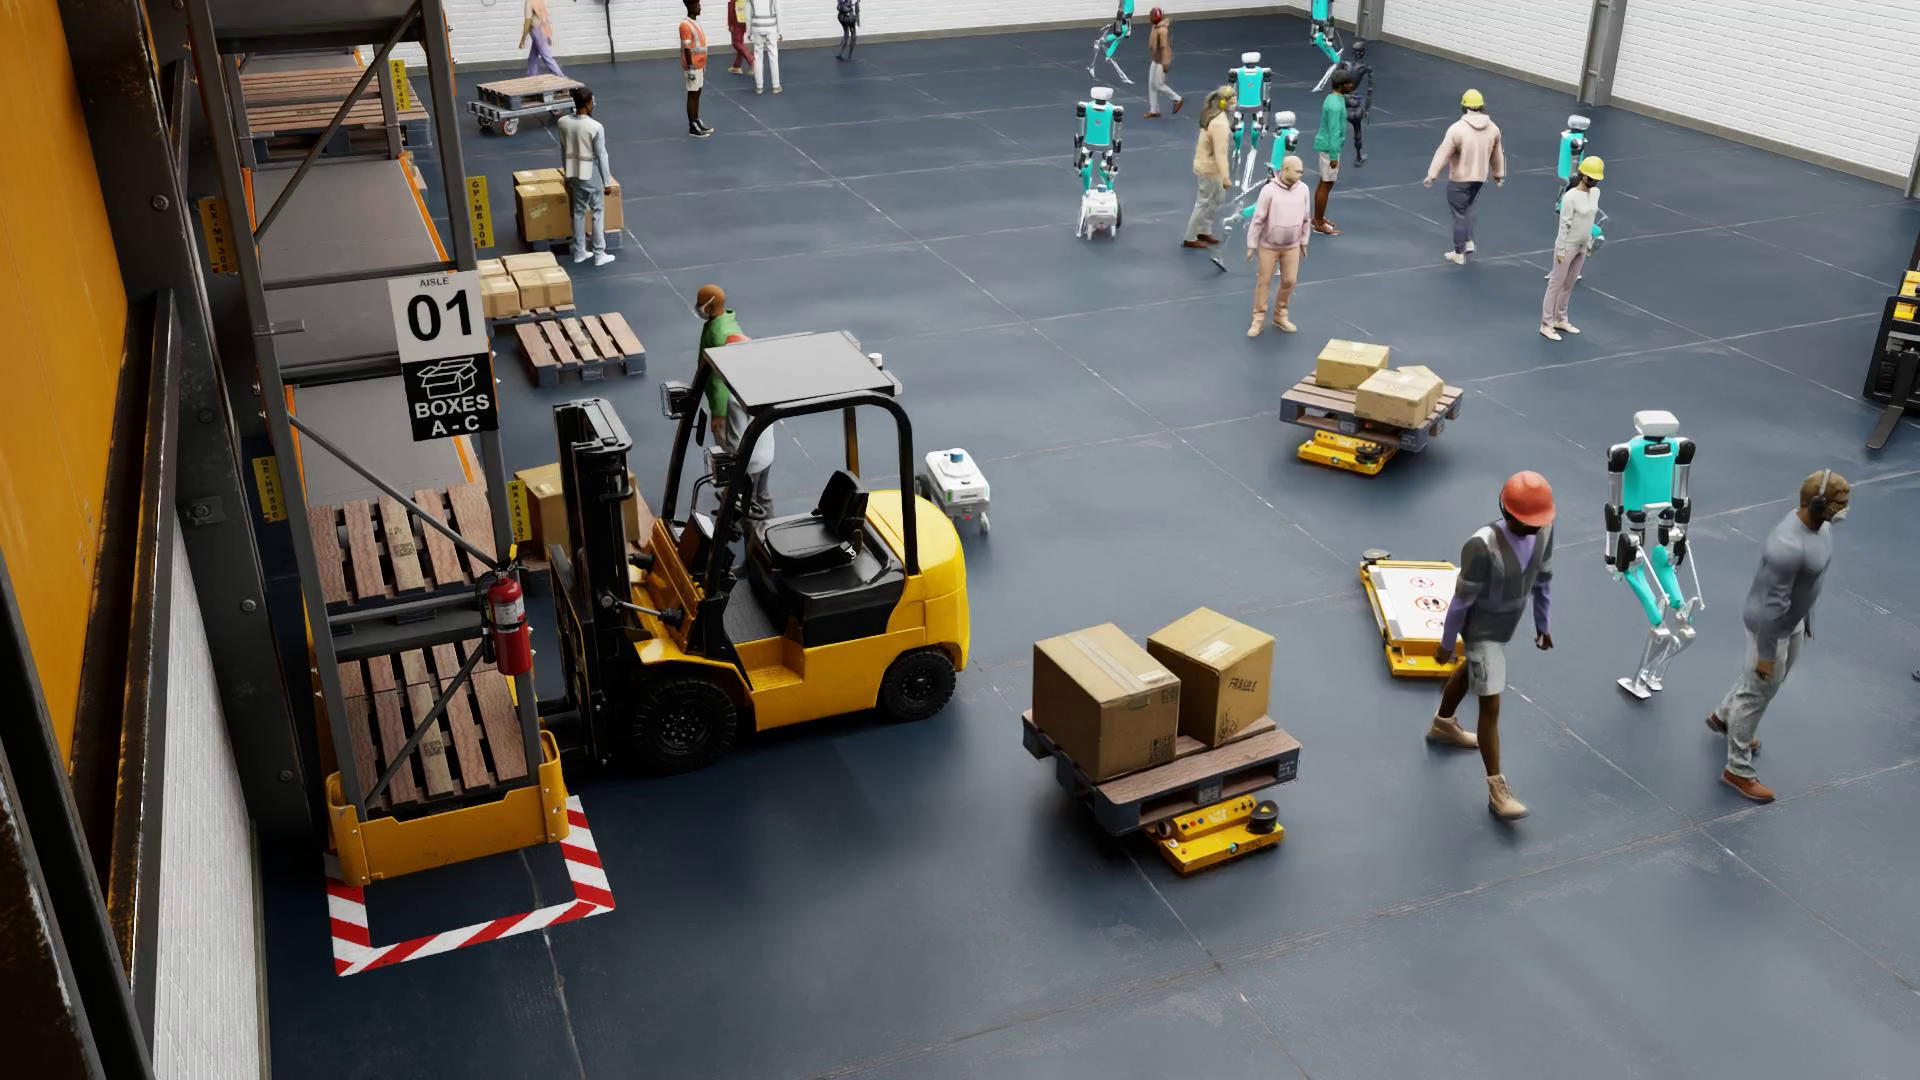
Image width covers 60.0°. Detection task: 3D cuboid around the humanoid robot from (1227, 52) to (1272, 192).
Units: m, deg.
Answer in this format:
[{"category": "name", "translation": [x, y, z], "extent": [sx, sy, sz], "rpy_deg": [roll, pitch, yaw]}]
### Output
[{"category": "humanoid robot", "translation": [3.567, -5.163, 20.729], "extent": [0.552, 1.886, 0.801], "rpy_deg": [3, 27, 6]}]

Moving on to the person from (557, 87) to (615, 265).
[{"category": "person", "translation": [-4.034, -3.912, 17.953], "extent": [0.596, 1.906, 0.402], "rpy_deg": [13, 29, 24]}]

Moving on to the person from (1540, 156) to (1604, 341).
[{"category": "person", "translation": [5.880, -2.794, 15.886], "extent": [0.525, 1.760, 0.335], "rpy_deg": [-19, 32, -33]}]

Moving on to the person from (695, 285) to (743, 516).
[{"category": "person", "translation": [-1.735, -1.026, 12.352], "extent": [0.390, 1.774, 0.643], "rpy_deg": [-4, 27, -8]}]

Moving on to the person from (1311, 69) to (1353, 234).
[{"category": "person", "translation": [4.245, -4.461, 19.104], "extent": [0.378, 1.847, 0.505], "rpy_deg": [3, 27, 6]}]

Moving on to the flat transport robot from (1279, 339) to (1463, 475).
[{"category": "flat transport robot", "translation": [3.396, -0.927, 13.831], "extent": [0.659, 0.231, 1.431], "rpy_deg": [17, 31, 30]}]

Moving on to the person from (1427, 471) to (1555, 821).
[{"category": "person", "translation": [2.980, 0.507, 9.089], "extent": [0.642, 1.968, 0.979], "rpy_deg": [-19, 32, -32]}]

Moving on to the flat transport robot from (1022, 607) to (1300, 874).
[{"category": "flat transport robot", "translation": [1.118, 1.329, 9.344], "extent": [0.659, 0.231, 1.431], "rpy_deg": [-13, 29, -24]}]

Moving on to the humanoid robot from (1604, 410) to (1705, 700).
[{"category": "humanoid robot", "translation": [4.219, 0.156, 10.020], "extent": [0.564, 1.732, 0.856], "rpy_deg": [-4, 27, -7]}]

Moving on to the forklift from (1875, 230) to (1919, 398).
[{"category": "forklift", "translation": [9.029, -2.397, 14.618], "extent": [1.214, 2.155, 2.313], "rpy_deg": [18, 32, 32]}]

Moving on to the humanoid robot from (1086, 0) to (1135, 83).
[{"category": "humanoid robot", "translation": [2.384, -8.269, 26.858], "extent": [1.027, 1.782, 0.530], "rpy_deg": [13, 29, 24]}]

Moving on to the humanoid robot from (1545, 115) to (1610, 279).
[{"category": "humanoid robot", "translation": [6.520, -3.505, 17.333], "extent": [0.703, 1.803, 0.531], "rpy_deg": [2, 27, 5]}]

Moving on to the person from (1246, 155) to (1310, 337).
[{"category": "person", "translation": [3.039, -2.820, 15.937], "extent": [0.597, 1.770, 0.418], "rpy_deg": [-4, 27, -8]}]

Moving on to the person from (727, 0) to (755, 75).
[{"category": "person", "translation": [-3.593, -8.507, 27.262], "extent": [0.738, 1.749, 0.480], "rpy_deg": [17, 31, 30]}]

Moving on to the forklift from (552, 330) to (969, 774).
[{"category": "forklift", "translation": [-1.094, 0.010, 9.831], "extent": [2.313, 2.155, 1.214], "rpy_deg": [-10, 28, -20]}]

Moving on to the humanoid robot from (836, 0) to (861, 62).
[{"category": "humanoid robot", "translation": [-1.918, -8.977, 28.312], "extent": [0.325, 1.659, 0.615], "rpy_deg": [-18, 32, -31]}]

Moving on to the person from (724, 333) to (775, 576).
[{"category": "person", "translation": [-1.472, -0.590, 11.524], "extent": [0.347, 1.739, 0.571], "rpy_deg": [8, 28, 16]}]

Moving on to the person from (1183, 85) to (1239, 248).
[{"category": "person", "translation": [2.776, -4.115, 18.427], "extent": [0.544, 1.836, 0.588], "rpy_deg": [1, 27, 2]}]

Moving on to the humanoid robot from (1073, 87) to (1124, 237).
[{"category": "humanoid robot", "translation": [1.588, -4.274, 18.909], "extent": [0.570, 1.816, 0.749], "rpy_deg": [6, 27, 12]}]

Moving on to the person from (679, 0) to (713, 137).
[{"category": "person", "translation": [-3.730, -6.694, 23.414], "extent": [0.365, 1.966, 0.602], "rpy_deg": [2, 27, 5]}]

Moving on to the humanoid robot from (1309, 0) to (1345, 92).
[{"category": "humanoid robot", "translation": [5.912, -7.937, 26.186], "extent": [0.889, 1.809, 0.548], "rpy_deg": [-13, 30, -24]}]

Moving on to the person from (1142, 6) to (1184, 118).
[{"category": "person", "translation": [3.002, -7.012, 24.430], "extent": [0.525, 1.626, 0.470], "rpy_deg": [-6, 27, -13]}]

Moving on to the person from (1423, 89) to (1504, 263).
[{"category": "person", "translation": [5.499, -3.932, 18.046], "extent": [0.815, 1.847, 0.489], "rpy_deg": [-10, 28, -19]}]

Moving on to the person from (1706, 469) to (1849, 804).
[{"category": "person", "translation": [4.449, 0.493, 9.154], "extent": [0.536, 1.940, 0.763], "rpy_deg": [22, 34, 36]}]

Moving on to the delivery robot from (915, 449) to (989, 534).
[{"category": "delivery robot", "translation": [-0.029, -0.401, 12.469], "extent": [0.499, 0.597, 0.779], "rpy_deg": [-7, 27, -13]}]

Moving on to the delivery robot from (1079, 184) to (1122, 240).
[{"category": "delivery robot", "translation": [1.636, -3.811, 19.270], "extent": [0.499, 0.614, 0.817], "rpy_deg": [1, 27, 2]}]

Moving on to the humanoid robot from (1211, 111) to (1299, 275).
[{"category": "humanoid robot", "translation": [3.047, -3.630, 17.595], "extent": [0.966, 1.767, 0.537], "rpy_deg": [-2, 27, -3]}]

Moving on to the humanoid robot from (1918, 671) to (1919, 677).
[{"category": "humanoid robot", "translation": [6.364, 0.123, 10.191], "extent": [0.656, 1.635, 0.601], "rpy_deg": [1, 27, 1]}]

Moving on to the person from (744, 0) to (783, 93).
[{"category": "person", "translation": [-3.057, -7.947, 26.000], "extent": [0.574, 1.883, 0.356], "rpy_deg": [-1, 27, -1]}]

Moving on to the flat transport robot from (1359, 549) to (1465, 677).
[{"category": "flat transport robot", "translation": [3.091, 0.480, 11.032], "extent": [0.659, 0.231, 1.431], "rpy_deg": [2, 27, 3]}]

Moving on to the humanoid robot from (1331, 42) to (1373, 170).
[{"category": "humanoid robot", "translation": [5.108, -5.682, 21.758], "extent": [0.608, 1.632, 0.736], "rpy_deg": [18, 32, 32]}]

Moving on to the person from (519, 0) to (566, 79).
[{"category": "person", "translation": [-6.532, -7.799, 25.810], "extent": [0.934, 1.791, 0.573], "rpy_deg": [0, 27, -1]}]
